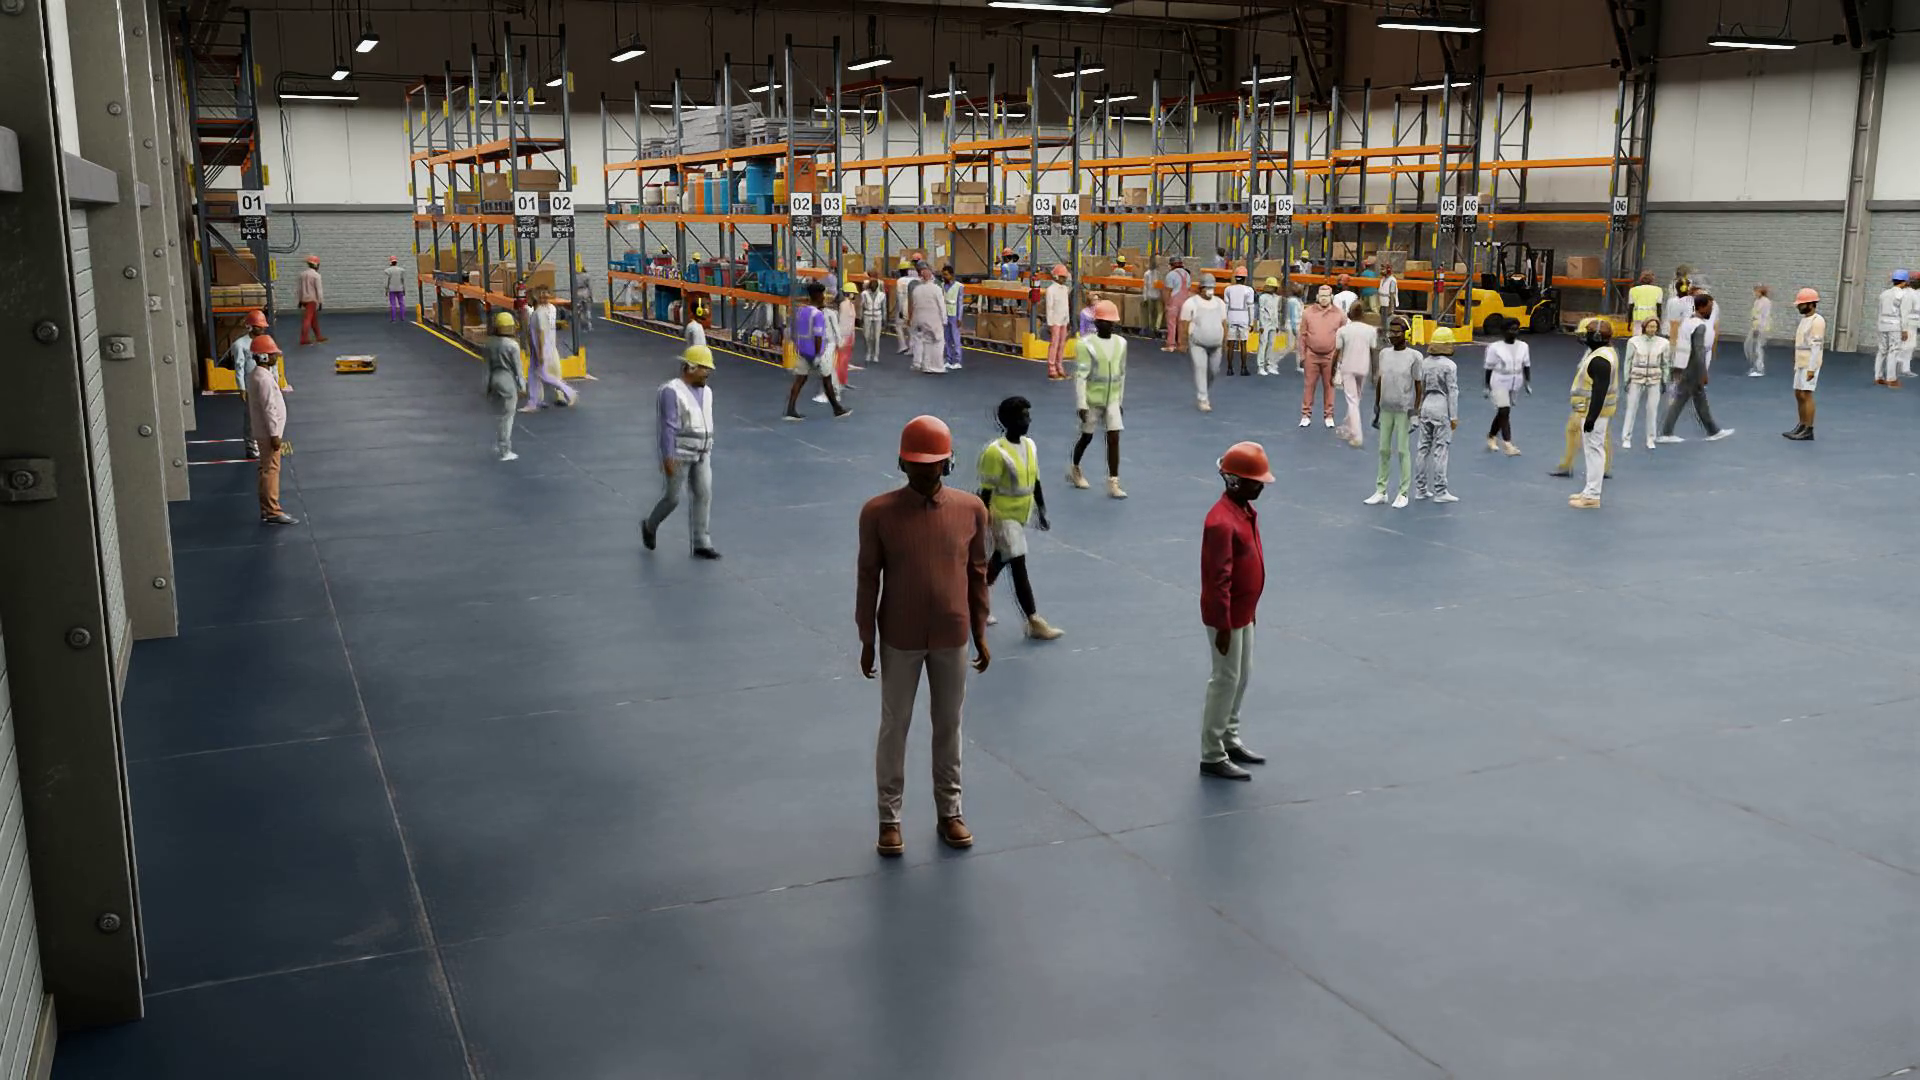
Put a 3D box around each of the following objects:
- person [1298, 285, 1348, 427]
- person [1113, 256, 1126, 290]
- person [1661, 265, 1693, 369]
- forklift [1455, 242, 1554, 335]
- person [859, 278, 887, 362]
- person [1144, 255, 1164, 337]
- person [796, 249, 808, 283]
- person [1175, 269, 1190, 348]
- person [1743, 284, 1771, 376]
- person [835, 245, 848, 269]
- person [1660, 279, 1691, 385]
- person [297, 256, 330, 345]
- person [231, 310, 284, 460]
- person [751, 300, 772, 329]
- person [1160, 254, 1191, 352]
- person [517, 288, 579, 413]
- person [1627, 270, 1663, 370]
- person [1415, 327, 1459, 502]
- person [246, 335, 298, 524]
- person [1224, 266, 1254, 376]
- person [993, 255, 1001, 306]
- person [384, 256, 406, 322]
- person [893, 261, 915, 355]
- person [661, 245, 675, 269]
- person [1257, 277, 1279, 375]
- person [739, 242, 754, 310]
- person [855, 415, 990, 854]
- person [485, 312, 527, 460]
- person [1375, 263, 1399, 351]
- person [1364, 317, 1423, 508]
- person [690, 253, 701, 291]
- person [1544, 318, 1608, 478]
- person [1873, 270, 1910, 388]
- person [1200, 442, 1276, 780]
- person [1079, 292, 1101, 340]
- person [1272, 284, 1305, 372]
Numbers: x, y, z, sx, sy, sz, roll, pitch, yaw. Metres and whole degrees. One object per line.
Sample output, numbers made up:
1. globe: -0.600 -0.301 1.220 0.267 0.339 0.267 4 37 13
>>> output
1. person: 4.878 -2.470 22.422 0.636 1.911 0.404 3 11 13
2. person: 4.183 -6.544 43.521 0.351 1.759 0.523 -5 12 -25
3. person: 13.239 -4.101 30.671 0.658 1.921 0.443 -5 12 -23
4. forklift: 13.047 -6.049 39.881 2.313 2.155 1.214 -5 12 -23
5. person: -1.680 -4.247 32.170 0.546 1.624 0.425 -1 11 -7
6. person: 4.542 -5.625 38.450 0.582 1.907 0.427 3 12 15
7. person: -5.058 -8.280 52.379 0.573 1.739 0.350 -2 11 -12
8. person: 4.751 -4.935 35.511 0.319 1.689 0.540 -2 11 -10
9. person: 14.074 -3.695 29.362 0.404 1.620 0.521 0 11 1
10. person: -3.604 -8.224 51.755 0.596 1.876 0.351 5 12 22
11. person: 11.426 -3.273 26.702 0.687 1.838 0.577 4 12 20
12. person: -14.205 -5.237 36.476 0.649 1.931 0.867 8 13 34
13. person: -8.230 -1.818 19.531 0.349 1.743 0.564 6 13 29
14. person: -4.934 -6.185 41.454 0.652 1.844 1.001 -5 12 -25
15. person: 4.477 -4.956 34.719 0.687 2.000 0.535 -10 15 -42
16. person: -6.003 -2.738 24.059 0.813 1.812 0.522 -5 12 -23
17. person: 12.405 -3.958 30.145 0.569 1.843 0.375 4 12 22
18. person: 4.798 -1.257 16.679 0.295 1.744 0.484 -7 13 -32
19. person: -6.412 -1.024 15.459 0.320 1.755 0.563 -7 13 -31
20. person: 4.944 -3.874 29.484 0.553 1.935 0.362 5 12 24
21. person: 1.095 -7.688 49.658 0.288 1.627 0.501 -5 12 -23
22. person: -14.931 -6.633 43.972 0.563 1.752 0.325 -9 14 -38
23. person: -1.104 -4.726 33.896 0.526 1.906 0.600 10 15 43
24. person: -8.831 -7.880 49.873 0.589 1.924 0.384 -4 12 -21
25. person: 5.527 -3.824 29.721 0.487 1.744 0.295 -10 15 -40
26. person: -6.299 -7.853 49.489 0.612 2.029 0.410 3 11 14
27. person: -0.157 0.425 7.489 0.622 1.990 0.388 -3 12 -15
28. person: -5.298 -1.794 19.441 0.502 1.724 0.443 6 13 27
29. person: 8.933 -4.852 34.724 0.388 1.837 0.560 -2 11 -10
30. person: 4.274 -1.252 16.325 0.328 1.873 0.518 -11 15 -44
31. person: -7.413 -7.187 46.775 0.327 1.761 0.522 6 12 27
32. person: 6.761 -1.537 18.114 0.758 1.736 0.526 7 13 31
33. person: 15.478 -3.498 27.579 0.418 1.939 0.609 -2 11 -9
34. person: 1.413 0.358 8.492 0.353 1.737 0.574 5 12 23
35. person: 2.098 -3.099 26.304 0.515 1.641 0.308 -7 13 -31
36. person: 5.996 -3.838 30.127 0.677 1.619 0.526 8 13 34
